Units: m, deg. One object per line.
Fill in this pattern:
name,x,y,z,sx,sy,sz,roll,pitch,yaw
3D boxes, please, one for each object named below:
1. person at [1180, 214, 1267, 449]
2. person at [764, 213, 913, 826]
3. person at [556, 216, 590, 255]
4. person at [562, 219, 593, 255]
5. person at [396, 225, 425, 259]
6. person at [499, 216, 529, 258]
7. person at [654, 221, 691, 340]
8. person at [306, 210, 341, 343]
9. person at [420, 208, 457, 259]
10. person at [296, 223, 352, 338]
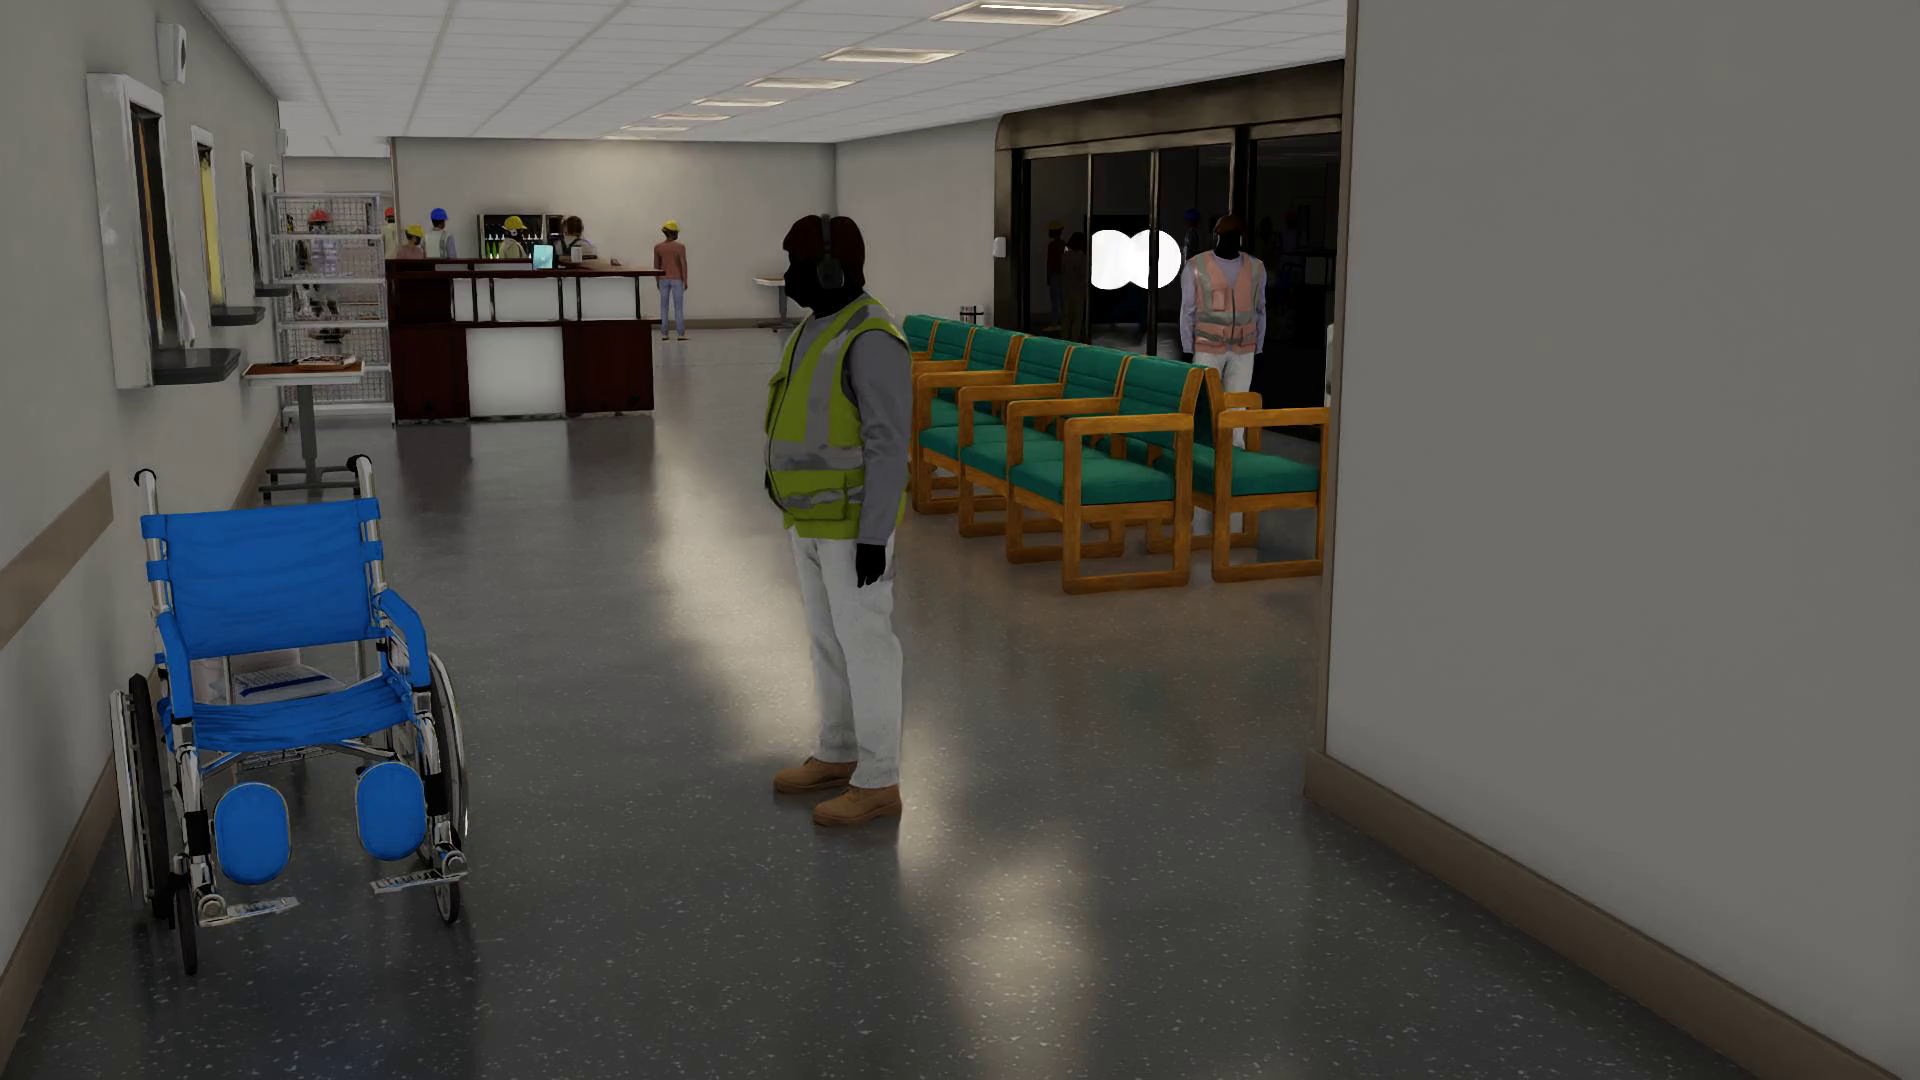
person,1.844,-1.336,11.616,0.627,1.844,0.429,-2,11,-9
person,-0.376,-0.058,5.063,0.429,1.840,0.629,-5,12,-25
person,-5.007,-3.305,21.742,0.513,1.836,0.383,5,12,23
person,-5.401,-3.690,23.805,0.612,1.808,0.802,7,13,31
person,-7.948,-3.681,24.001,0.886,1.707,0.544,7,13,32
person,-5.880,-3.367,22.058,0.403,1.833,0.586,-6,12,-28
person,-4.279,-3.842,24.677,0.526,1.765,0.329,3,11,16
person,-9.227,-3.799,24.047,0.519,1.916,0.564,5,12,23
person,-7.727,-3.952,24.762,0.611,1.947,0.388,4,12,19
person,-9.580,-3.923,24.996,0.959,1.794,0.654,9,14,39
